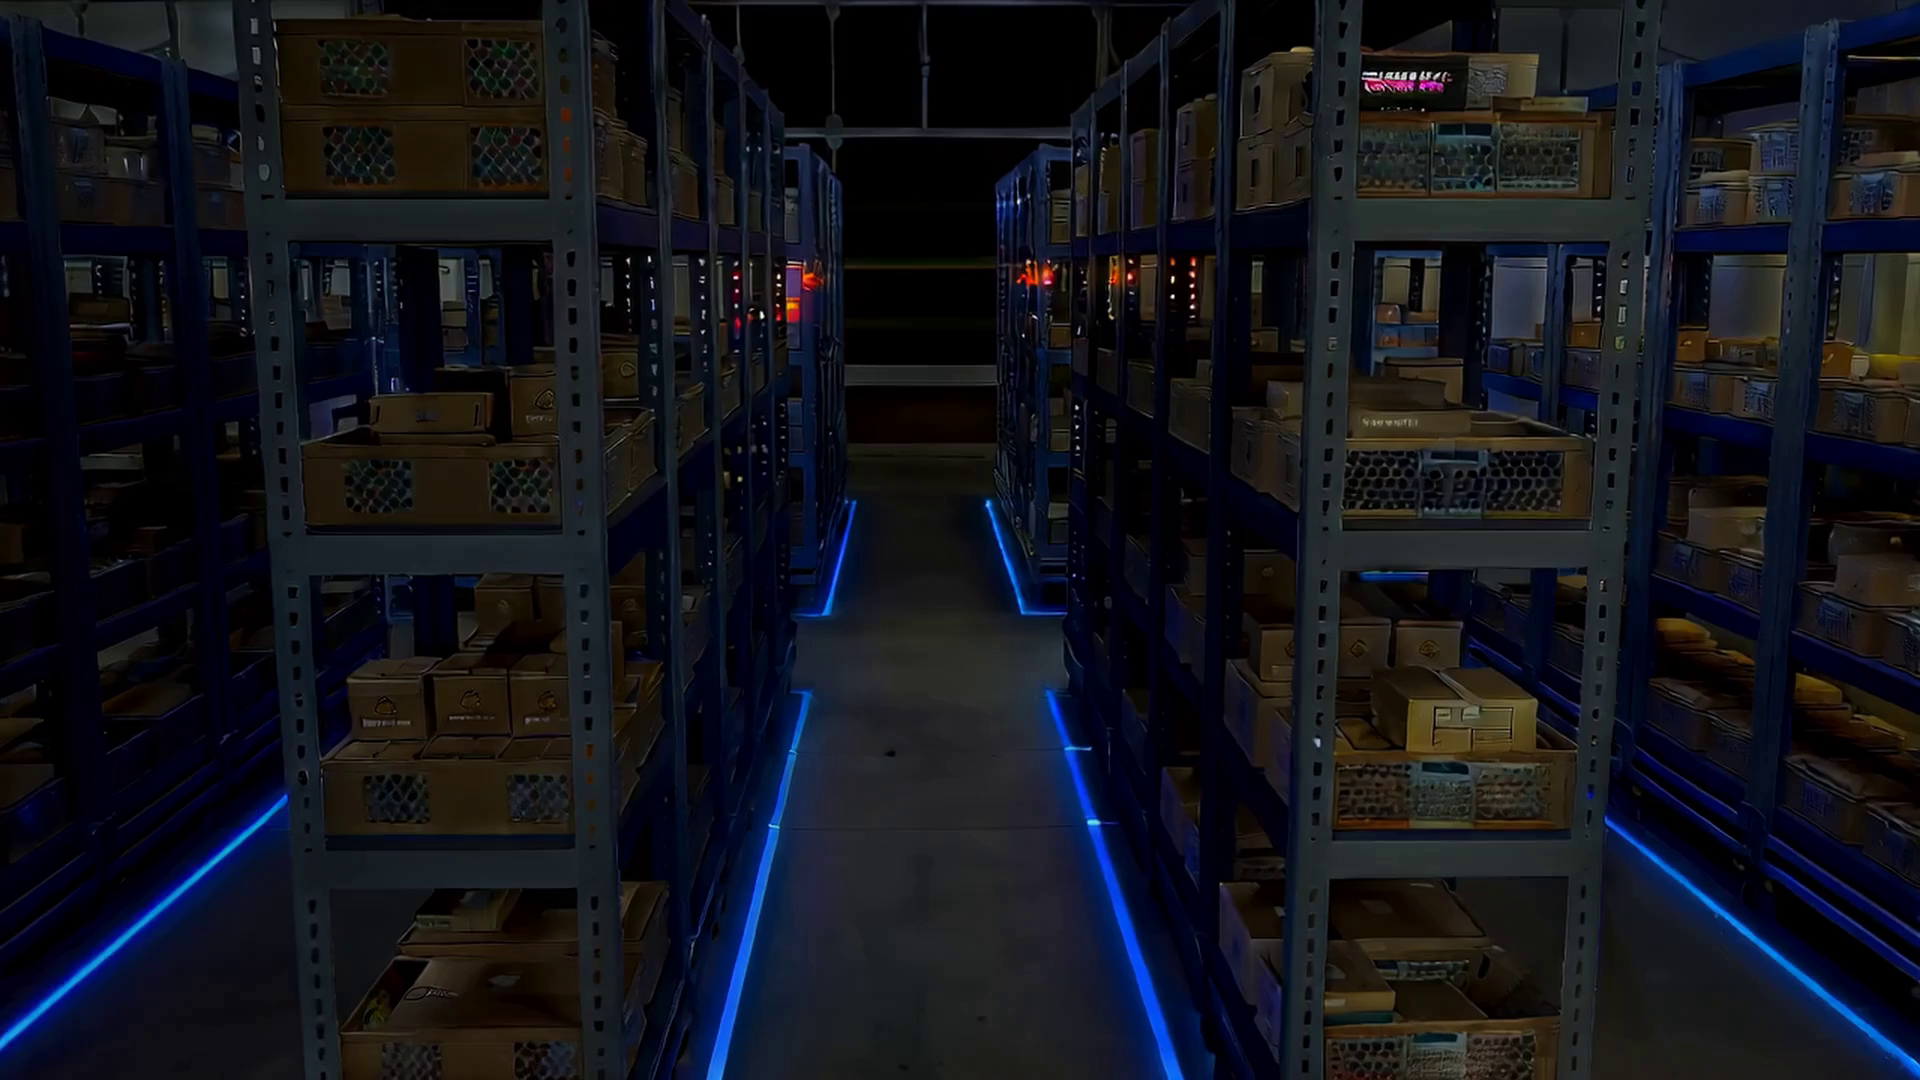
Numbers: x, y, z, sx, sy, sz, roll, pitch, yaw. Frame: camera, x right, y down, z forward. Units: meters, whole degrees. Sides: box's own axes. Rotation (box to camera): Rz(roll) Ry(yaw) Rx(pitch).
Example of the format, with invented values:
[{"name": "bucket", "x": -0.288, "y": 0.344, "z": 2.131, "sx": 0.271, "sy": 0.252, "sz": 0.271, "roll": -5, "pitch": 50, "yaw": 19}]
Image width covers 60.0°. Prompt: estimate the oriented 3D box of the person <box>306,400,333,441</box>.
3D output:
[{"name": "person", "x": -5.944, "y": -0.790, "z": 15.188, "sx": 0.430, "sy": 1.984, "sz": 0.641, "roll": -4, "pitch": 10, "yaw": -23}]
